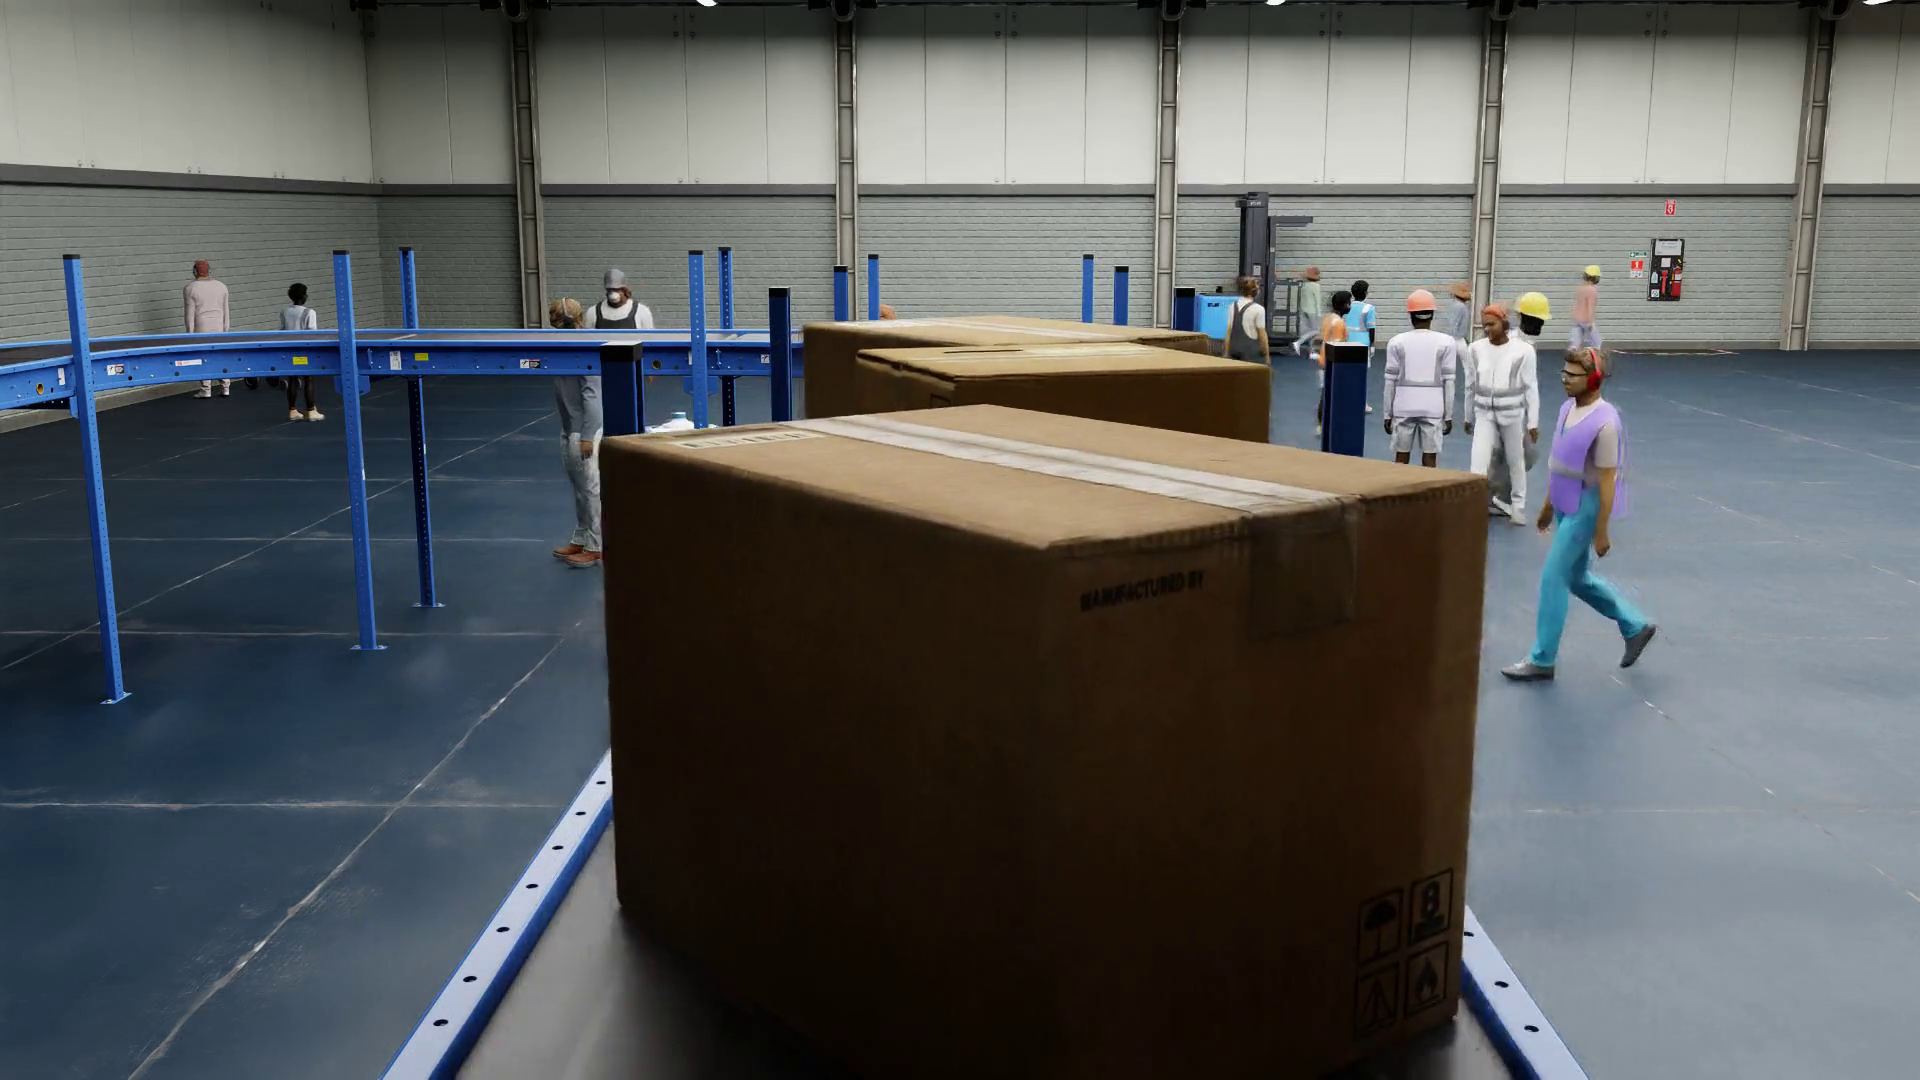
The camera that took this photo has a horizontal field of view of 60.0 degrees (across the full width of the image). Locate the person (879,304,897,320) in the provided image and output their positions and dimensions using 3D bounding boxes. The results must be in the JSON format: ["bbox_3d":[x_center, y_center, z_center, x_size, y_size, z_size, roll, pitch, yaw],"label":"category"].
[{"bbox_3d":[-0.762,-1.545,16.708,0.284,1.636,0.500,0,11,2],"label":"person"}]

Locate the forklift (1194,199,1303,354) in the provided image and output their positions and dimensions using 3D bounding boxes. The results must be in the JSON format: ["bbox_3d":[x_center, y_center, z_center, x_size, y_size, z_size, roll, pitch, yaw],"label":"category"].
[{"bbox_3d":[5.313,-4.851,30.603,1.873,2.768,1.129,0,11,1],"label":"forklift"}]

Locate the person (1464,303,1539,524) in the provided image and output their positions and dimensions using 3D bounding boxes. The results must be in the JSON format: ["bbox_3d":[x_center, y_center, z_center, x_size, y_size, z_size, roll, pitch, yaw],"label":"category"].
[{"bbox_3d":[4.343,-0.985,13.385,0.658,1.824,1.021,8,14,37],"label":"person"}]

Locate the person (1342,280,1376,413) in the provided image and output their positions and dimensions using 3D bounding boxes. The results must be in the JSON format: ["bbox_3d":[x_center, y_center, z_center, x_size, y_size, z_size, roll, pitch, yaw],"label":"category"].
[{"bbox_3d":[5.103,-2.489,21.400,0.538,1.695,0.320,11,15,44],"label":"person"}]

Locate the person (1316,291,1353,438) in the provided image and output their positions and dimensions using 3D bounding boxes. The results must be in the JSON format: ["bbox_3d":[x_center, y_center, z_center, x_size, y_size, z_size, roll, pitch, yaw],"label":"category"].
[{"bbox_3d":[4.304,-1.987,18.885,0.512,1.675,0.535,0,11,-2],"label":"person"}]

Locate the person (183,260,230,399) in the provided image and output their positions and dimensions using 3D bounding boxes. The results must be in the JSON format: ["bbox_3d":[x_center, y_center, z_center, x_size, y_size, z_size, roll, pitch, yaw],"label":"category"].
[{"bbox_3d":[-10.467,-2.925,23.103,0.409,1.909,0.641,8,14,35],"label":"person"}]

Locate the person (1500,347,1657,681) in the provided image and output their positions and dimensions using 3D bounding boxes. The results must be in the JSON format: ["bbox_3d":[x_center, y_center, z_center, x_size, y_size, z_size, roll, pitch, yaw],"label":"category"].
[{"bbox_3d":[3.415,-0.144,9.034,0.829,1.819,0.572,0,11,2],"label":"person"}]

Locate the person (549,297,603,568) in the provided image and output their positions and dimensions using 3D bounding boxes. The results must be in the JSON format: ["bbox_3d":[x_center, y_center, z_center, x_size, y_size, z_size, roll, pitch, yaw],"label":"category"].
[{"bbox_3d":[-2.755,-0.779,12.012,0.378,1.933,0.628,-5,12,-25],"label":"person"}]

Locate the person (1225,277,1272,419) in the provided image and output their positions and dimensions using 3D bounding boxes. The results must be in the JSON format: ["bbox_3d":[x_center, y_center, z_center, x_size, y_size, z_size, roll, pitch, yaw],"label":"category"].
[{"bbox_3d":[3.421,-2.179,19.548,0.937,1.795,0.541,-8,14,-36],"label":"person"}]

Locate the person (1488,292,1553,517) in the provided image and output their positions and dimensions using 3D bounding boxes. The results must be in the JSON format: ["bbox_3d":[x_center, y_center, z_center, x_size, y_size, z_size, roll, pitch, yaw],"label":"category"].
[{"bbox_3d":[4.623,-1.108,13.830,0.490,1.891,0.720,4,12,19],"label":"person"}]

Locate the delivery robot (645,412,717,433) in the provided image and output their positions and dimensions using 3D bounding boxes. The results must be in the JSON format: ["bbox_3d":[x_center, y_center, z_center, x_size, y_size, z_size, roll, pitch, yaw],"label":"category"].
[{"bbox_3d":[-2.814,-1.044,16.788,0.707,0.478,0.477,-4,12,-20],"label":"delivery robot"}]

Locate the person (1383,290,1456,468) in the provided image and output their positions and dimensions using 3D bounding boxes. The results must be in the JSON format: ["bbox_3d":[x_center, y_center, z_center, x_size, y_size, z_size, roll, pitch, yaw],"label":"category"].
[{"bbox_3d":[3.685,-1.038,13.382,0.552,1.927,0.411,3,11,16],"label":"person"}]

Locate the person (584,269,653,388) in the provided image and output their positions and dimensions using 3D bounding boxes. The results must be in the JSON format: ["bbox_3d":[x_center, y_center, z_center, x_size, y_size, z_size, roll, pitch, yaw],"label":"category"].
[{"bbox_3d":[-3.497,-1.782,16.992,0.698,2.000,1.036,0,11,1],"label":"person"}]

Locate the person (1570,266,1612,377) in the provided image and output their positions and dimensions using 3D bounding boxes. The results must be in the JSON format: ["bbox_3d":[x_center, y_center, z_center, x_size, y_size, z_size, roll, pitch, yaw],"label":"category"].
[{"bbox_3d":[9.857,-3.392,25.919,0.777,1.736,0.545,-1,11,-4],"label":"person"}]

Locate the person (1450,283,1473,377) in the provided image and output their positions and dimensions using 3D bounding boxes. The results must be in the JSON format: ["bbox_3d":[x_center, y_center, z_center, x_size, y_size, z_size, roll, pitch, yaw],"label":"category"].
[{"bbox_3d":[7.011,-2.818,23.387,0.905,1.585,0.512,4,12,20],"label":"person"}]

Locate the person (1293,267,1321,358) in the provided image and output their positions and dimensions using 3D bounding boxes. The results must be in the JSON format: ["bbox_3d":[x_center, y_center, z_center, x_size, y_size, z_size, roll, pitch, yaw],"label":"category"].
[{"bbox_3d":[6.198,-4.023,29.467,0.538,1.617,0.516,-2,11,-11],"label":"person"}]

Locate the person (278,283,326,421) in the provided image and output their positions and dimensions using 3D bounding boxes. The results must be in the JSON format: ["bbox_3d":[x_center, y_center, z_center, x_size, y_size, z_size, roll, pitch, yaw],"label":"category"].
[{"bbox_3d":[-8.155,-2.324,20.563,0.553,1.695,0.321,3,11,16],"label":"person"}]
